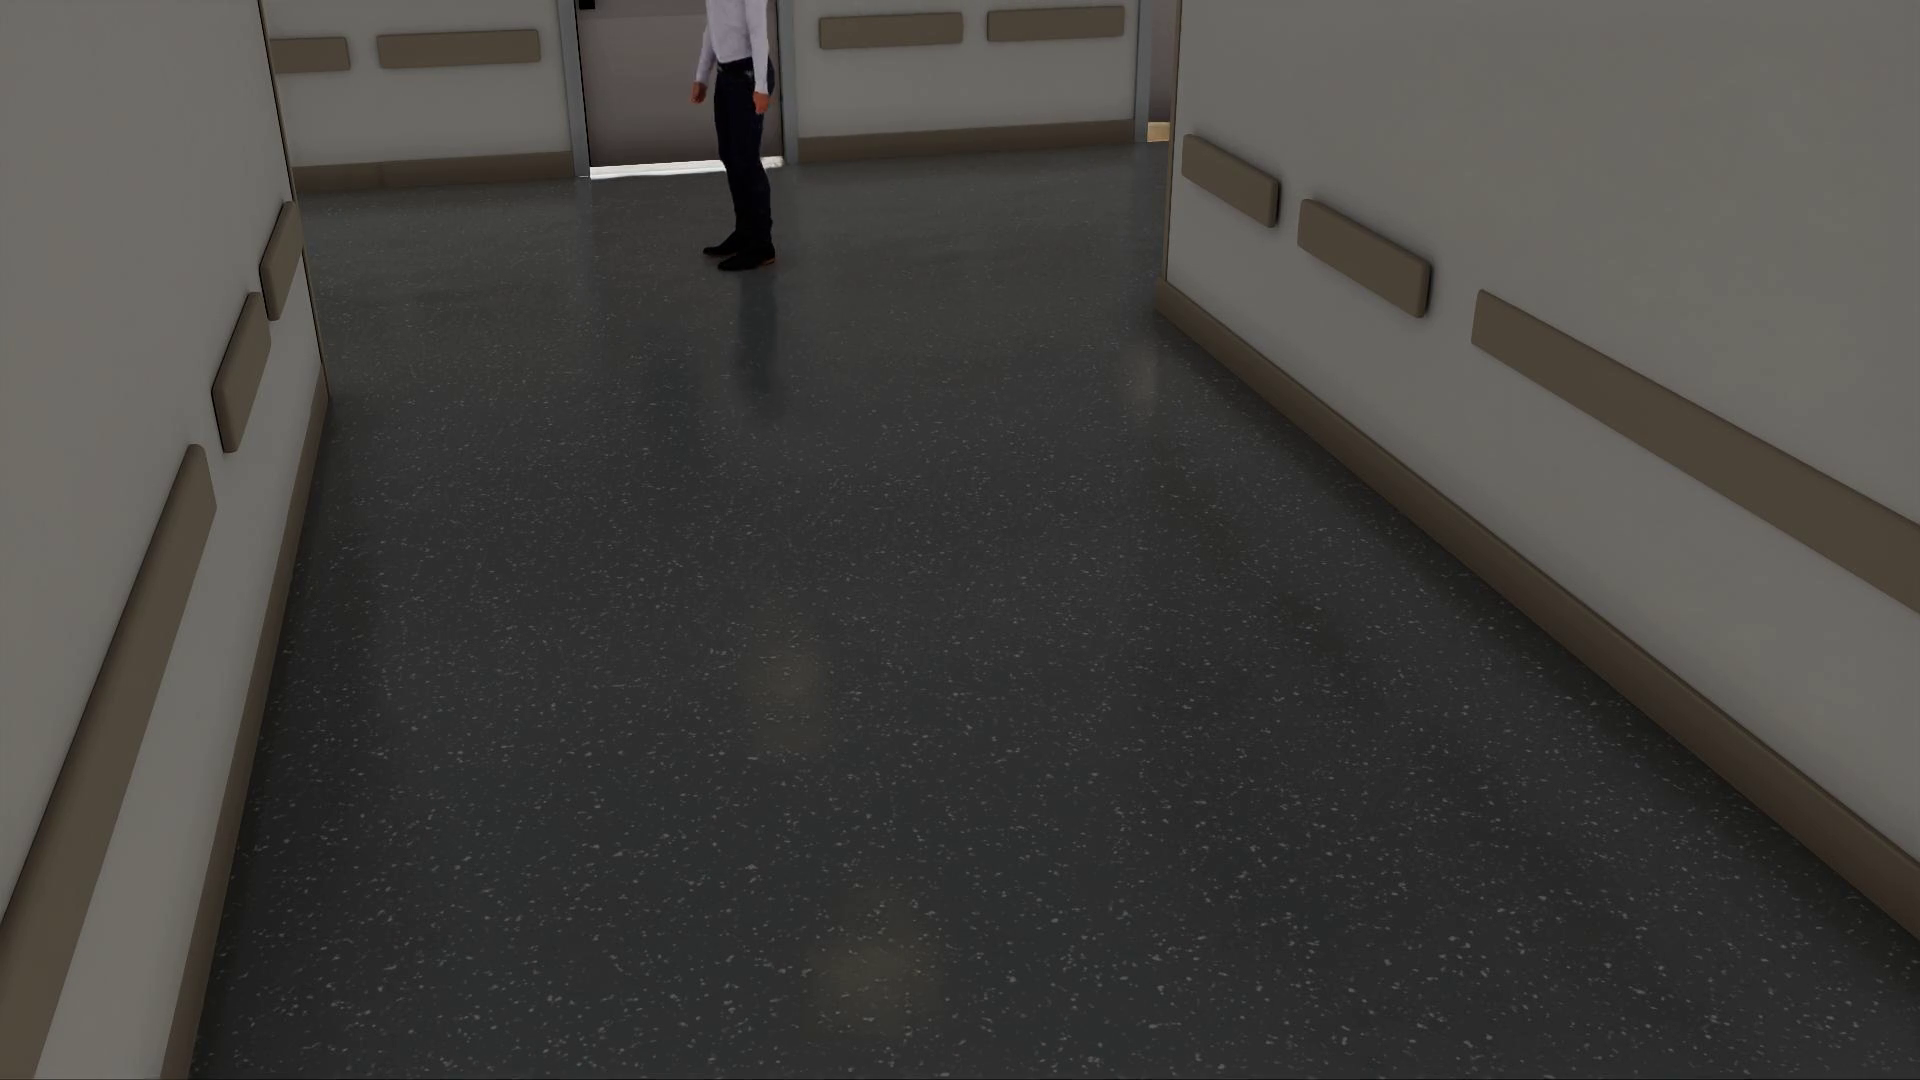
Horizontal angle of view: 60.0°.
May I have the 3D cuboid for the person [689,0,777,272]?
[{"bbox_3d":[-1.073,-2.363,8.475,0.739,1.859,0.735,-15,30,-28],"label":"person"}]
